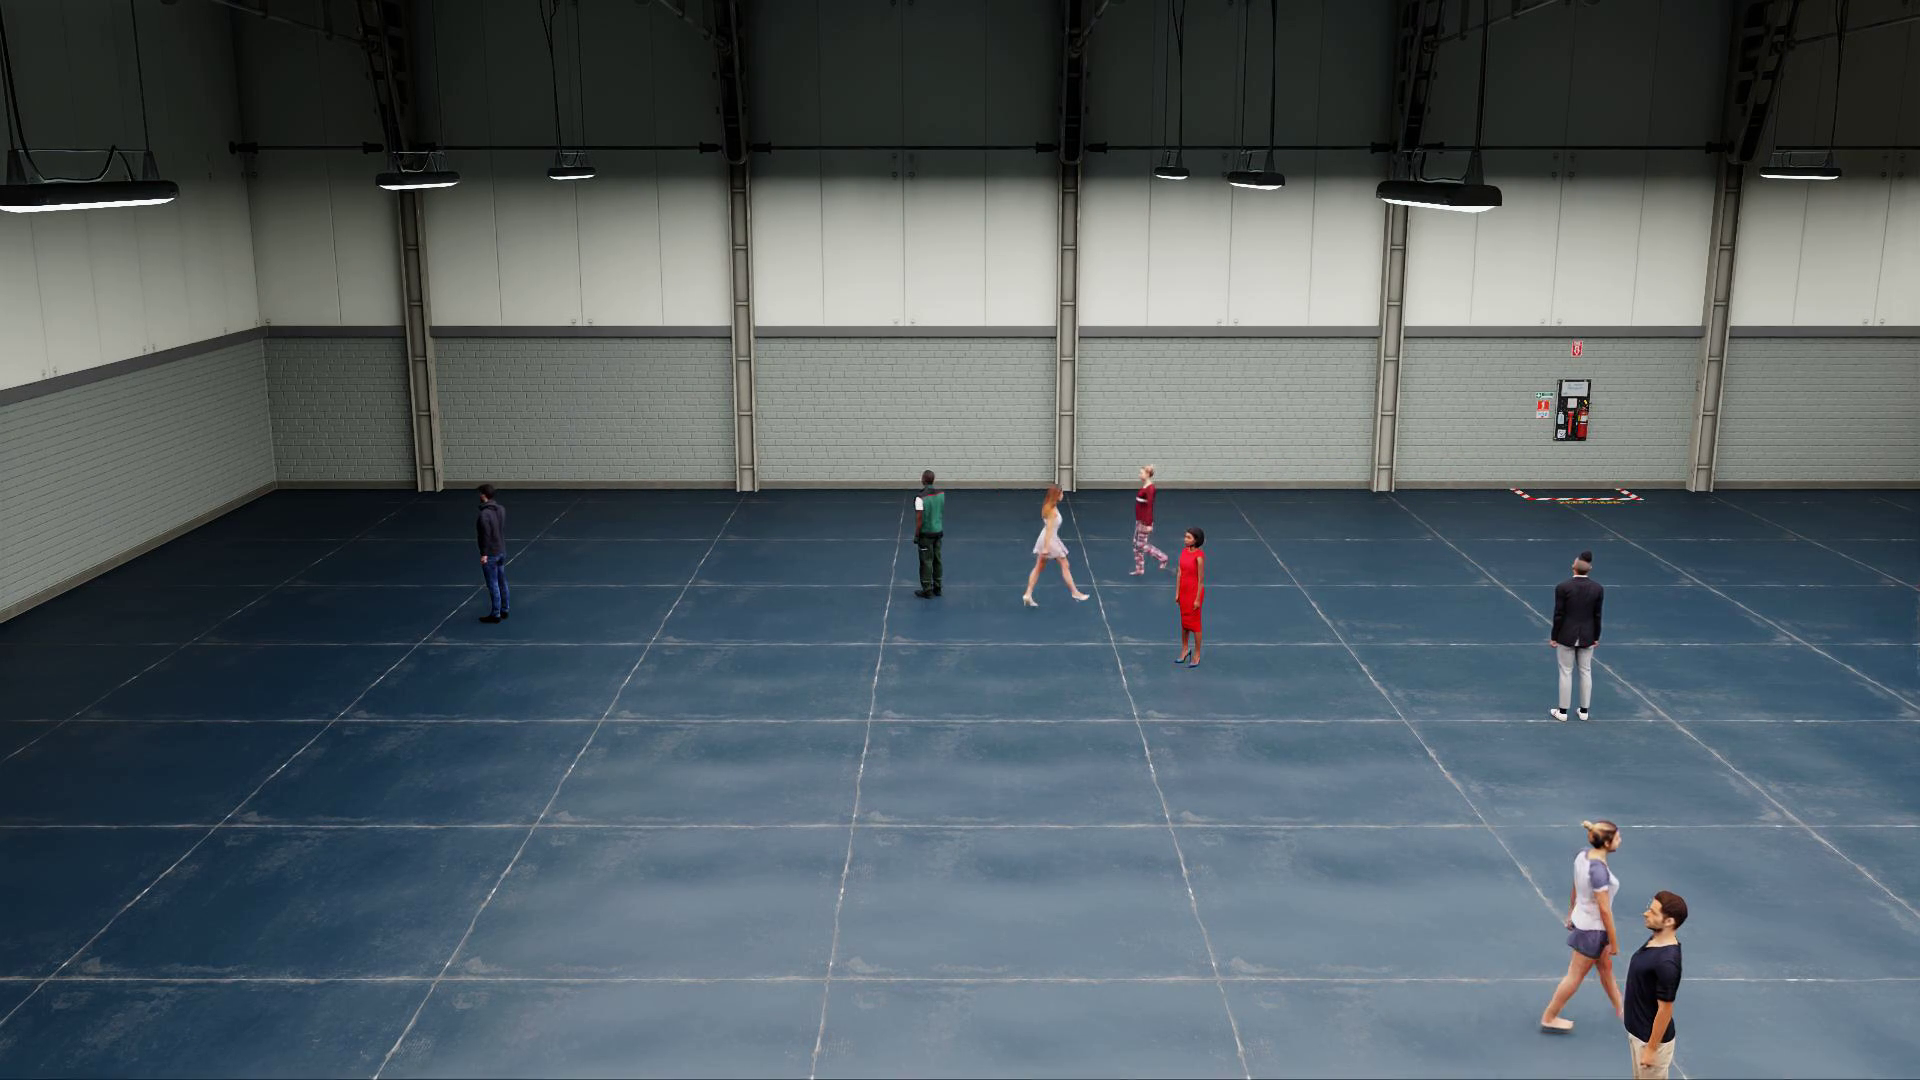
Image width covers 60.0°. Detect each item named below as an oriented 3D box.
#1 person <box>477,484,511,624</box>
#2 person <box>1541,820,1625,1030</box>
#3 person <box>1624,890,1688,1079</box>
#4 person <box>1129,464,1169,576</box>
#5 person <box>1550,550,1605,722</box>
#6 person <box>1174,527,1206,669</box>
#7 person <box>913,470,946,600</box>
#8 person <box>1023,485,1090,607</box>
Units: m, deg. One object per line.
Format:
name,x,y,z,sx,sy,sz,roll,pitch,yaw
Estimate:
person,-6.290,0.168,22.429,0.652,1.895,0.720,3,13,13
person,4.417,2.781,11.857,1.007,1.572,0.632,1,13,4
person,4.249,3.016,10.204,0.591,1.861,0.672,3,13,12
person,2.822,-0.286,24.867,0.851,1.680,0.691,-2,13,-8
person,6.862,1.050,18.501,0.527,1.948,0.762,1,13,2
person,2.856,0.690,20.506,0.665,1.744,0.641,-9,16,-33
person,-0.430,-0.095,23.688,0.774,1.839,0.841,-12,18,-42
person,1.144,0.124,23.018,1.159,1.715,0.595,-1,13,-2
